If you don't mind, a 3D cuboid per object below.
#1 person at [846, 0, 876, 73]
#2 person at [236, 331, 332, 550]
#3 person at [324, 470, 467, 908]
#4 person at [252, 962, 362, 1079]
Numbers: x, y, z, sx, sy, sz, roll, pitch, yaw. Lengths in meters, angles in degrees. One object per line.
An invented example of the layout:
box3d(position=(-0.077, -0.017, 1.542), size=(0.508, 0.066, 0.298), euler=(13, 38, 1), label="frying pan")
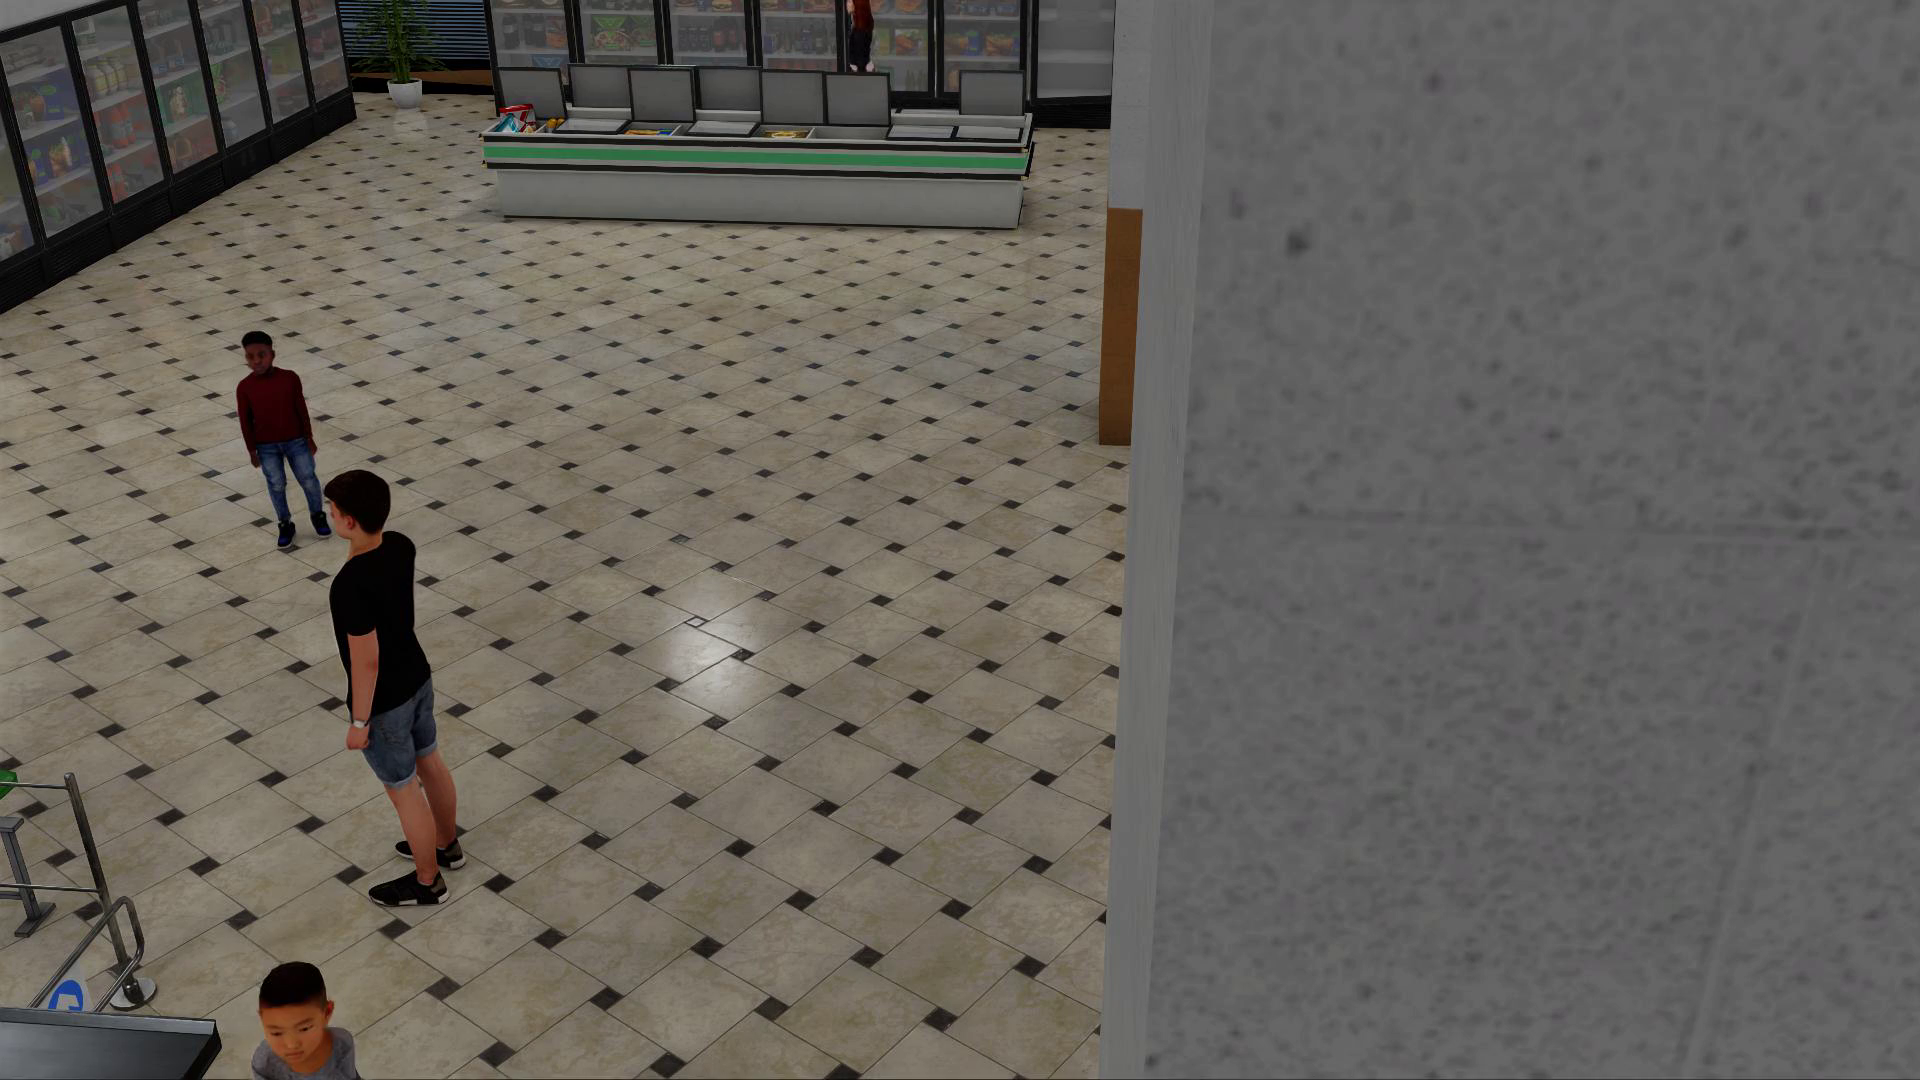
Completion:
box3d(position=(-0.888, -4.580, 16.652), size=(1.200, 1.755, 0.601), euler=(4, 27, 7), label="person")
box3d(position=(-3.811, -0.584, 9.325), size=(0.547, 1.255, 0.650), euler=(-11, 29, -20), label="person")
box3d(position=(-2.174, 0.574, 6.389), size=(0.538, 1.846, 0.654), euler=(3, 27, 5), label="person")
box3d(position=(-1.778, 1.697, 4.636), size=(1.031, 1.426, 0.890), euler=(-8, 28, -15), label="person")
